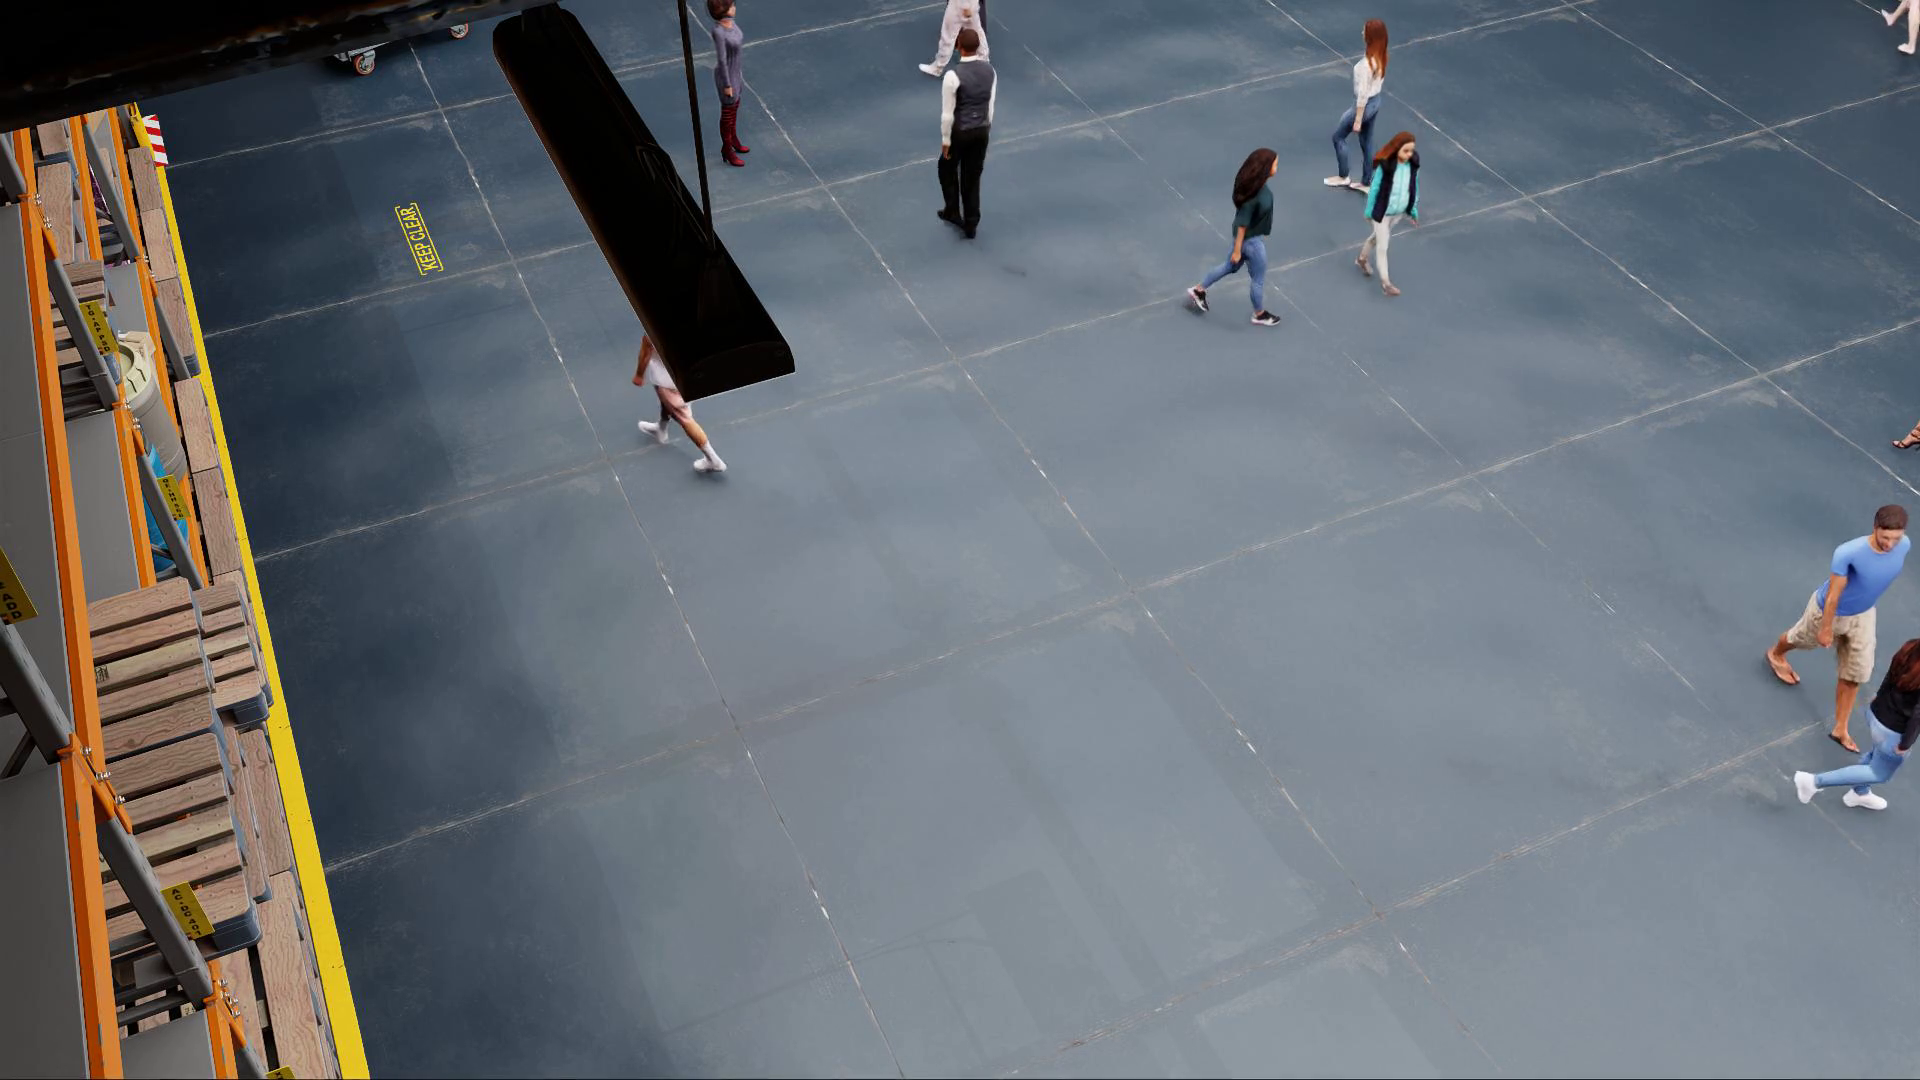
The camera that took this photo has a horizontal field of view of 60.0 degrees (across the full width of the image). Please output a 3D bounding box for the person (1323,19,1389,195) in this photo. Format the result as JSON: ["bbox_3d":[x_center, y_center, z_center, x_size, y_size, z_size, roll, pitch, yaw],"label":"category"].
[{"bbox_3d":[3.769,-3.912,15.184,0.810,1.713,0.754,28,50,26],"label":"person"}]

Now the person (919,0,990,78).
[{"bbox_3d":[0.127,-5.494,16.886,0.976,1.655,1.012,3,44,4],"label":"person"}]

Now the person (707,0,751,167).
[{"bbox_3d":[-2.177,-4.370,15.666,0.727,1.710,0.626,6,44,6],"label":"person"}]

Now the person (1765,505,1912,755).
[{"bbox_3d":[5.567,0.385,10.604,0.918,1.809,1.319,-7,44,-7],"label":"person"}]

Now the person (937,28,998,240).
[{"bbox_3d":[0.110,-3.520,14.640,0.698,1.895,0.730,-17,46,-17],"label":"person"}]

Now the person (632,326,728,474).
[{"bbox_3d":[-2.082,-1.222,12.336,1.221,1.746,1.074,21,47,20],"label":"person"}]

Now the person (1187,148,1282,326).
[{"bbox_3d":[2.312,-2.531,13.826,1.070,1.586,1.056,14,45,14],"label":"person"}]

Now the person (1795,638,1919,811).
[{"bbox_3d":[5.536,1.096,9.998,0.961,1.615,0.962,5,44,5],"label":"person"}]

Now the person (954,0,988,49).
[{"bbox_3d":[0.063,-5.956,17.401,0.622,1.615,0.610,-23,48,-22],"label":"person"}]

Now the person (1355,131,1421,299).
[{"bbox_3d":[3.638,-2.873,14.273,0.583,1.464,0.933,-17,46,-17],"label":"person"}]
